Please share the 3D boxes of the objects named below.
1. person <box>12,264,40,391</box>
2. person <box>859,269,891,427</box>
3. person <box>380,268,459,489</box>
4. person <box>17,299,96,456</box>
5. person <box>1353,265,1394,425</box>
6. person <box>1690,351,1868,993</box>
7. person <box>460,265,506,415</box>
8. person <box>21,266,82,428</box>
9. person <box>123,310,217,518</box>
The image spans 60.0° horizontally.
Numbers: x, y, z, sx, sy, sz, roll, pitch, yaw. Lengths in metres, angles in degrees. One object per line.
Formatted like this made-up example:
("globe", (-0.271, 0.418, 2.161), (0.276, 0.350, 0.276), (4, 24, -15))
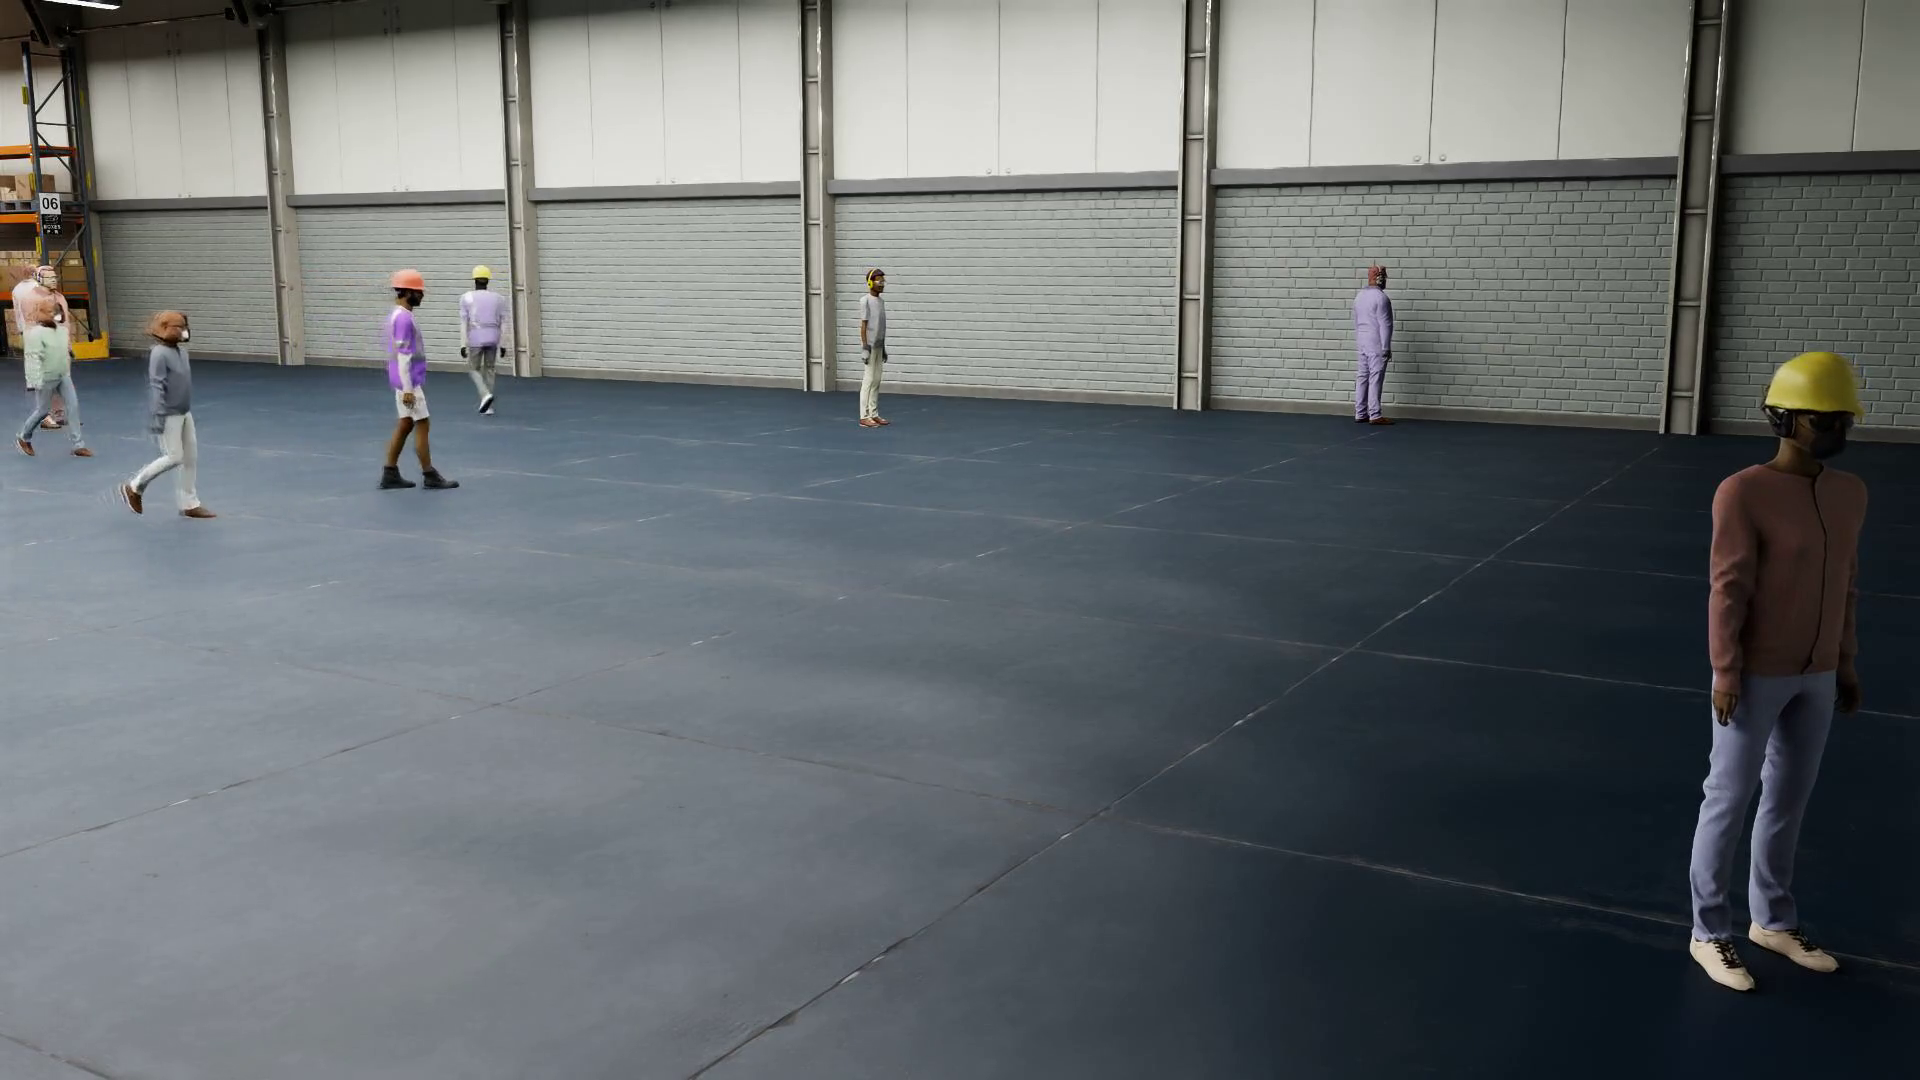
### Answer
("person", (-13.850, -3.185, 24.980), (0.651, 1.906, 0.403), (3, 10, 19))
("person", (-1.015, -2.284, 19.816), (0.309, 1.868, 0.534), (4, 11, 24))
("person", (-4.758, -1.383, 14.421), (0.574, 1.934, 0.554), (-4, 10, -21))
("person", (-9.192, -1.631, 16.773), (0.790, 1.605, 0.510), (3, 10, 15))
("person", (5.001, -2.339, 20.027), (0.410, 1.909, 0.643), (-3, 10, -19))
("person", (2.293, 0.362, 4.626), (0.525, 1.769, 0.308), (-4, 10, -22))
("person", (-6.050, -2.531, 21.137), (0.604, 1.908, 0.455), (-7, 12, -34))
("person", (-10.730, -2.278, 19.668), (0.409, 1.909, 0.640), (2, 10, 9))
("person", (-6.092, -0.954, 12.753), (0.570, 1.621, 0.507), (0, 10, 0))
